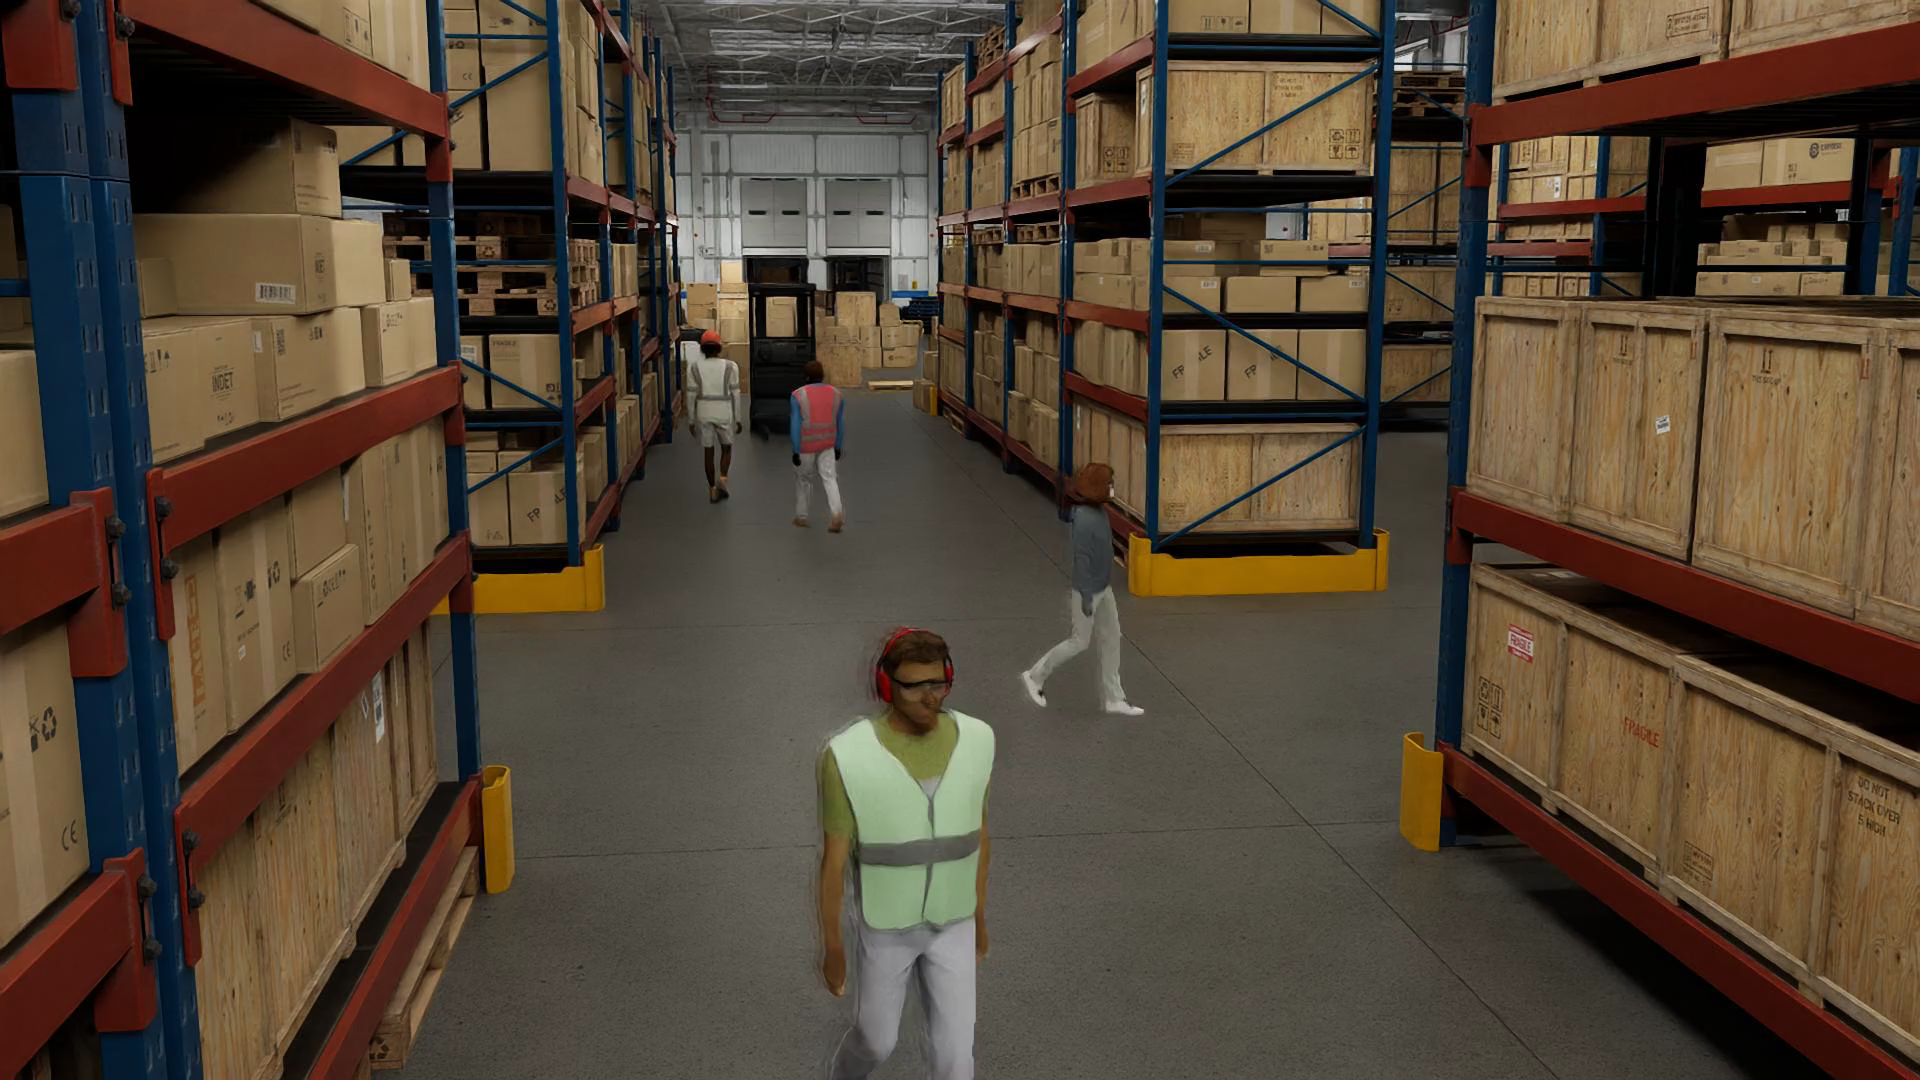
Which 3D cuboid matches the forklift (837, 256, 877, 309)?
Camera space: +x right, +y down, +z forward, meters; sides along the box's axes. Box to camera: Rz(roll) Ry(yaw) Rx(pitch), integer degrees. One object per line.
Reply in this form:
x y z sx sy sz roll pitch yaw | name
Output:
-3.654 -8.205 56.335 1.129 2.768 1.873 -6 12 -33 | forklift

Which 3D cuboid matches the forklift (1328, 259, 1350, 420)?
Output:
4.701 -2.373 22.383 1.129 2.768 1.873 2 10 10 | forklift

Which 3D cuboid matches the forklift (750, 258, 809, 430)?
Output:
-2.978 -3.311 27.840 1.129 2.768 1.873 -1 10 -7 | forklift

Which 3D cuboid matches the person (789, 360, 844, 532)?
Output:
-1.484 -0.983 17.431 0.637 1.806 0.931 -5 11 -29 | person

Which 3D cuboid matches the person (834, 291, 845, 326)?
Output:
-3.172 -5.864 45.538 0.590 1.910 0.388 -4 11 -22 | person

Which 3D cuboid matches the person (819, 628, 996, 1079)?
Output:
-0.172 1.136 5.061 0.575 1.816 0.841 -5 11 -25 | person

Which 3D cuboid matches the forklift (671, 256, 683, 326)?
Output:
-11.356 -9.574 64.303 1.129 2.768 1.873 -1 10 -7 | forklift

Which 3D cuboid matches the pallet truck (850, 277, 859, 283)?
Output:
-3.782 -9.391 65.808 1.885 1.965 0.823 2 10 10 | pallet truck

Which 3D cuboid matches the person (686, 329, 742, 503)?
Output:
-2.874 -1.445 19.455 0.645 2.027 0.477 -1 10 -6 | person

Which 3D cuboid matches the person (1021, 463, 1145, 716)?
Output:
0.782 0.304 10.465 0.736 1.609 0.504 4 11 24 | person
